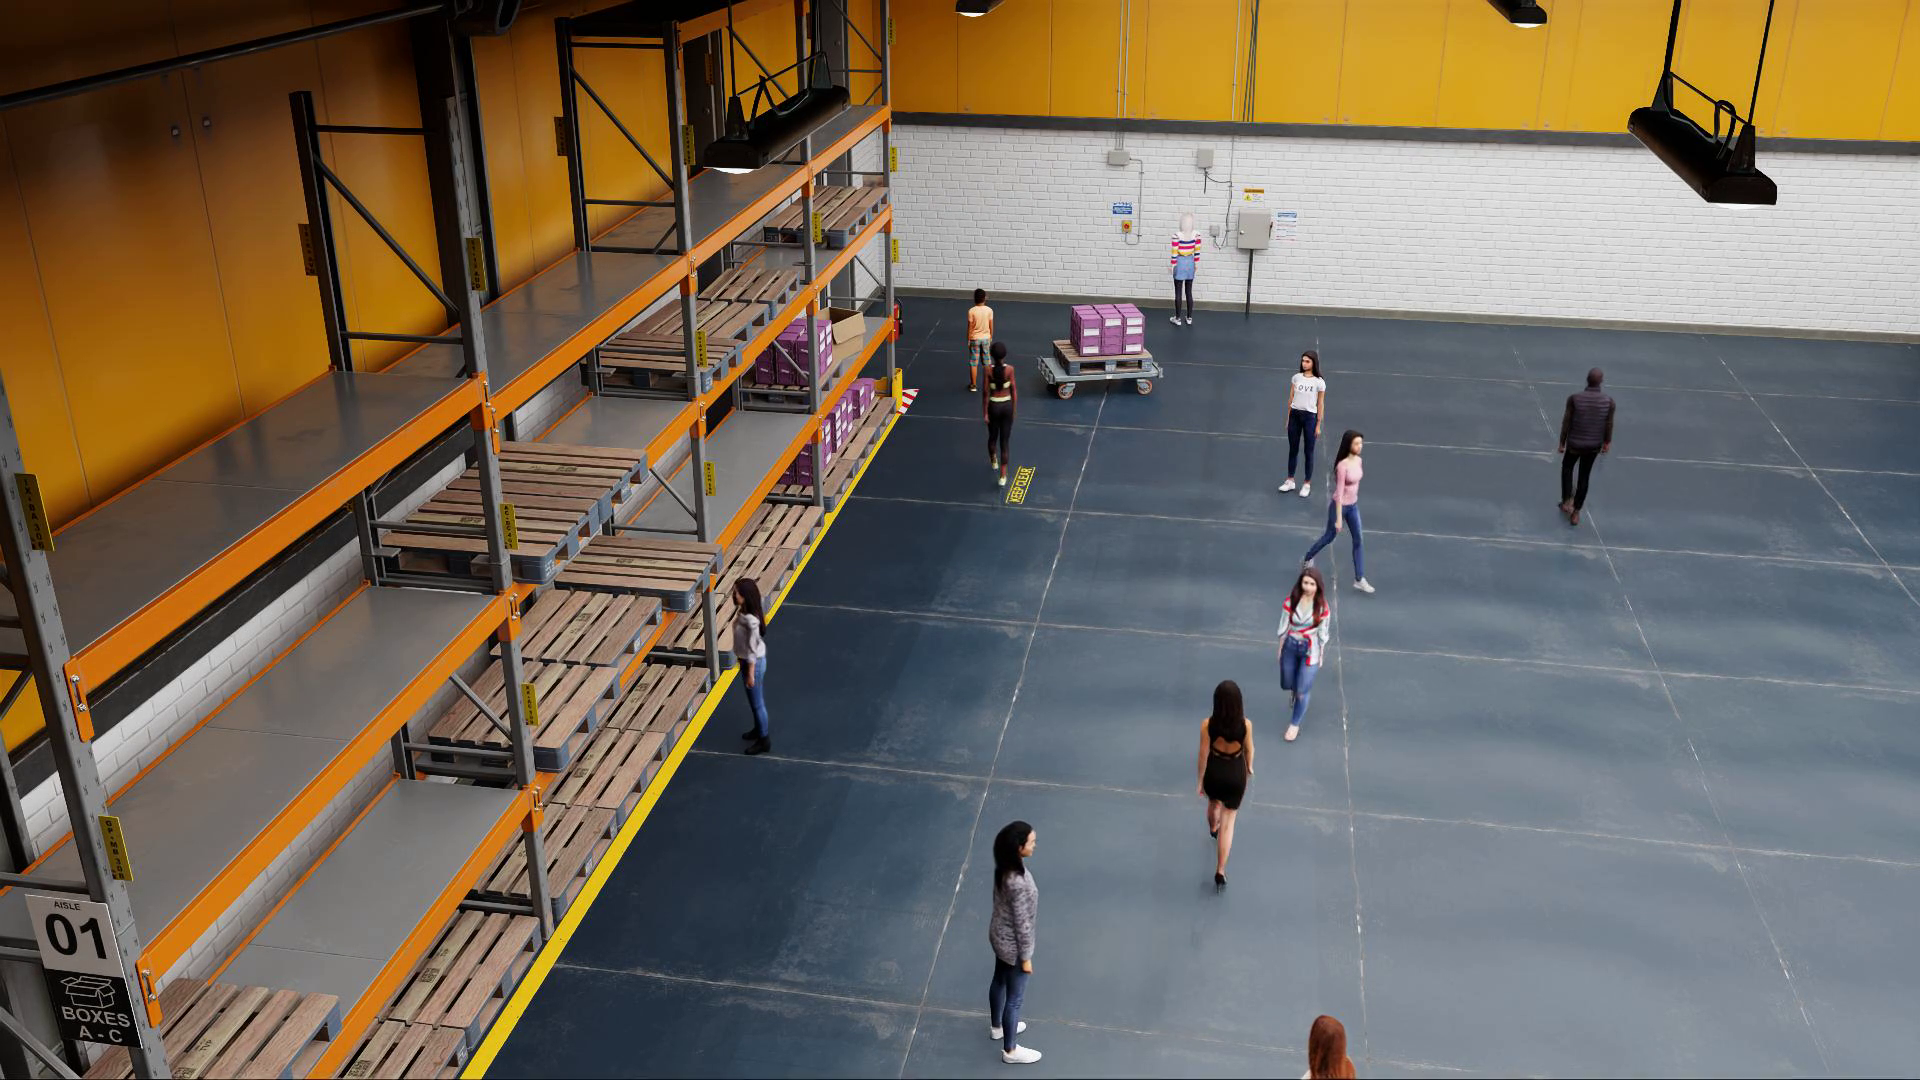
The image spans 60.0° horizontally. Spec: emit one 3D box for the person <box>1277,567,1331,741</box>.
[{"bbox_3d":[3.019,0.950,14.602,0.724,1.599,0.901,11,26,24],"label":"person"}]

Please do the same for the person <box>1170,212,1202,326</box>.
[{"bbox_3d":[3.569,-4.327,26.411,0.725,1.809,0.692,-7,25,-15],"label":"person"}]

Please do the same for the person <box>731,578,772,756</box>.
[{"bbox_3d":[-1.773,1.062,14.305,0.735,1.631,0.590,-6,24,-13],"label":"person"}]

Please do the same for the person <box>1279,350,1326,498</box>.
[{"bbox_3d":[4.086,-1.394,19.745,0.664,1.774,0.654,16,28,32],"label":"person"}]

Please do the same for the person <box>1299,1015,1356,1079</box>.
[{"bbox_3d":[1.972,3.315,9.052,0.748,1.711,0.632,17,29,34],"label":"person"}]

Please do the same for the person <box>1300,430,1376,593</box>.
[{"bbox_3d":[3.947,-0.335,17.412,1.144,1.702,1.118,-20,30,-38],"label":"person"}]

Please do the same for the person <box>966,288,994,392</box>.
[{"bbox_3d":[0.286,-2.814,23.390,0.581,1.457,0.583,-6,24,-13],"label":"person"}]

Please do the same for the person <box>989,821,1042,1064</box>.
[{"bbox_3d":[0.331,2.567,10.732,0.743,1.736,0.612,-7,24,-15],"label":"person"}]

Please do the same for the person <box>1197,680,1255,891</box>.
[{"bbox_3d":[1.984,1.875,12.481,0.569,1.603,1.033,5,24,11],"label":"person"}]

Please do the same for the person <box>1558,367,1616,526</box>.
[{"bbox_3d":[7.082,-1.044,18.889,0.756,1.818,0.817,6,24,14],"label":"person"}]

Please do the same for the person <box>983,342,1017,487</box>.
[{"bbox_3d":[0.497,-1.484,20.034,0.672,1.707,1.189,1,24,1],"label":"person"}]
